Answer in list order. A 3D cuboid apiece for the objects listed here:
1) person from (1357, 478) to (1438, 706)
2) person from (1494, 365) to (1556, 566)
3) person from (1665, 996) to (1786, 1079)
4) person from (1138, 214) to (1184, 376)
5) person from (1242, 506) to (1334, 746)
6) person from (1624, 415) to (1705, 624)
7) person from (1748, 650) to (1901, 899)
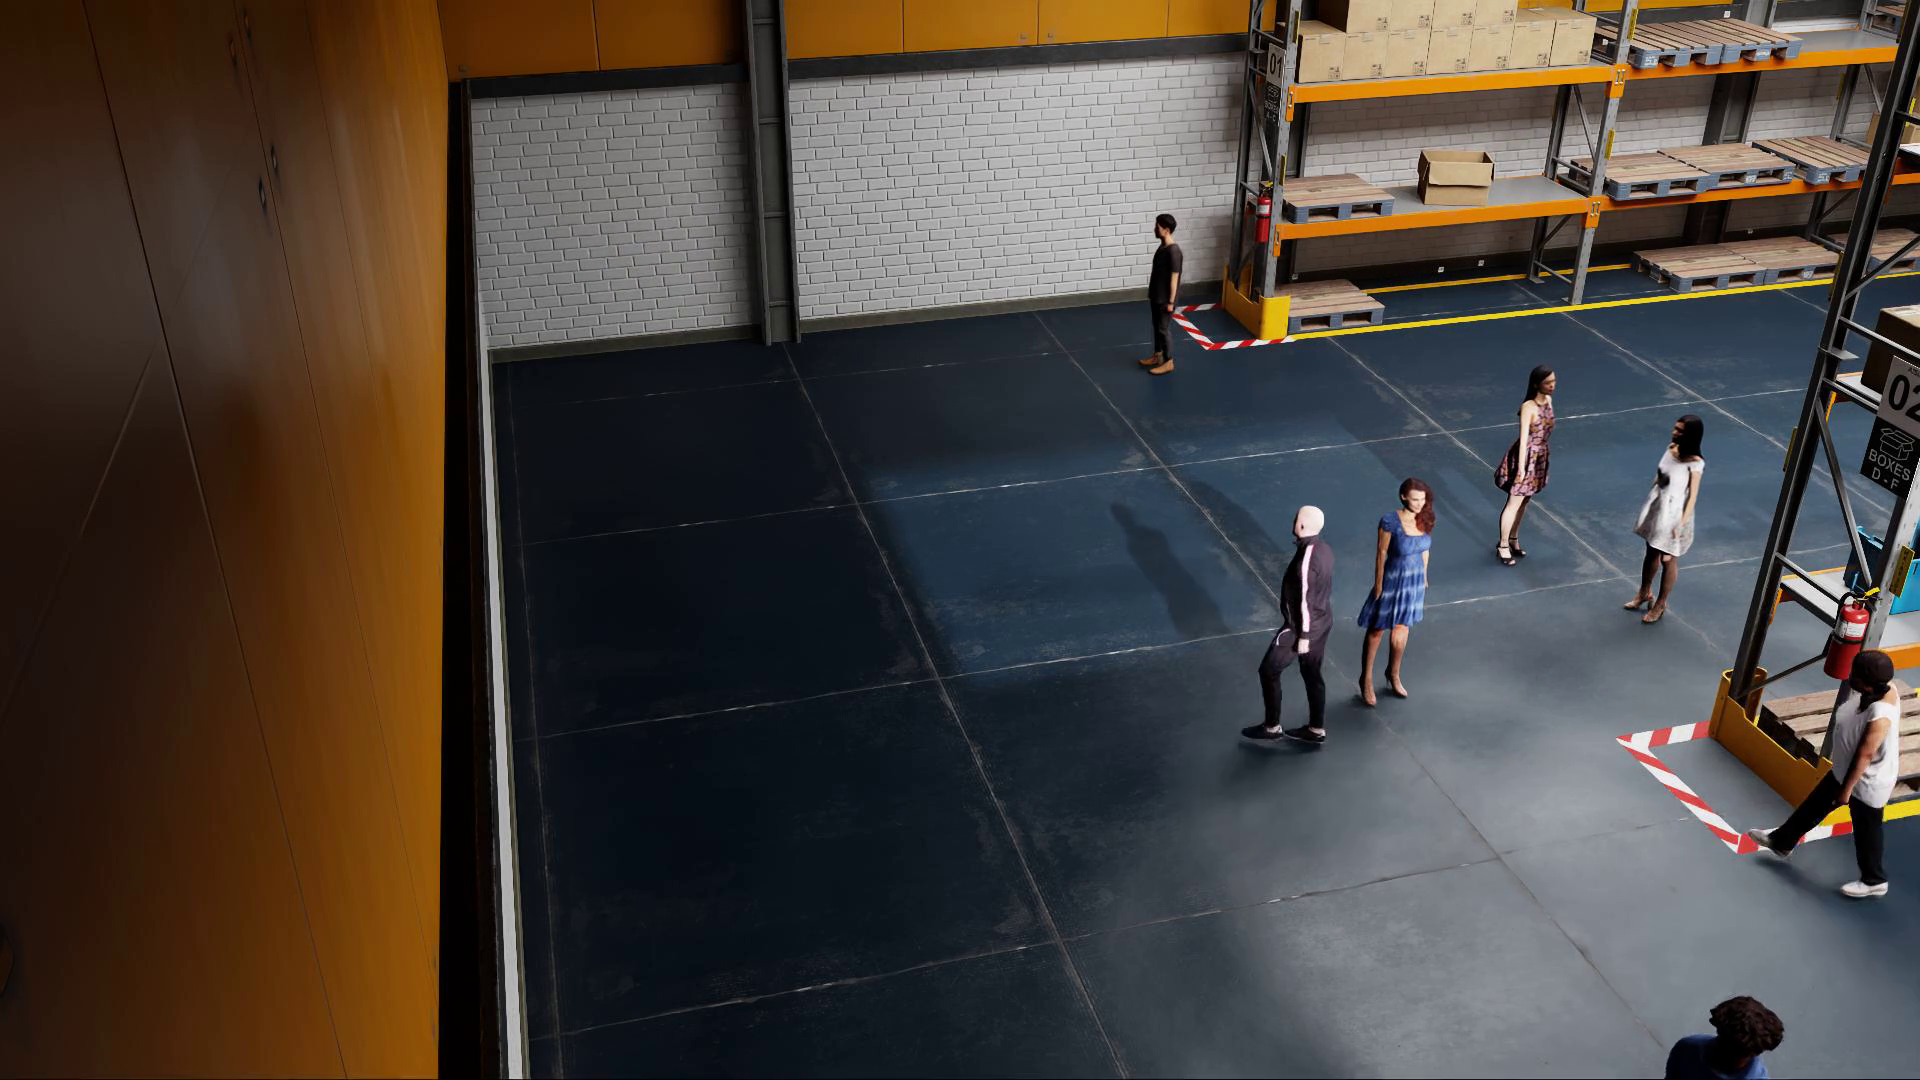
[{"bbox_3d":[3.181,0.367,12.055,0.552,1.805,0.753,-11,30,-19],"label":"person"},{"bbox_3d":[4.751,-0.632,13.919,0.856,1.774,0.776,24,37,37],"label":"person"},{"bbox_3d":[3.458,2.771,7.651,0.781,1.802,0.788,-19,34,-31],"label":"person"},{"bbox_3d":[2.191,-2.619,17.623,0.599,1.716,0.664,-5,29,-9],"label":"person"},{"bbox_3d":[2.492,0.647,11.541,0.984,1.807,0.923,12,31,20],"label":"person"},{"bbox_3d":[5.571,-0.171,13.075,0.626,1.774,0.642,-7,29,-12],"label":"person"},{"bbox_3d":[5.592,1.455,10.221,1.207,1.652,1.121,12,31,20],"label":"person"}]
